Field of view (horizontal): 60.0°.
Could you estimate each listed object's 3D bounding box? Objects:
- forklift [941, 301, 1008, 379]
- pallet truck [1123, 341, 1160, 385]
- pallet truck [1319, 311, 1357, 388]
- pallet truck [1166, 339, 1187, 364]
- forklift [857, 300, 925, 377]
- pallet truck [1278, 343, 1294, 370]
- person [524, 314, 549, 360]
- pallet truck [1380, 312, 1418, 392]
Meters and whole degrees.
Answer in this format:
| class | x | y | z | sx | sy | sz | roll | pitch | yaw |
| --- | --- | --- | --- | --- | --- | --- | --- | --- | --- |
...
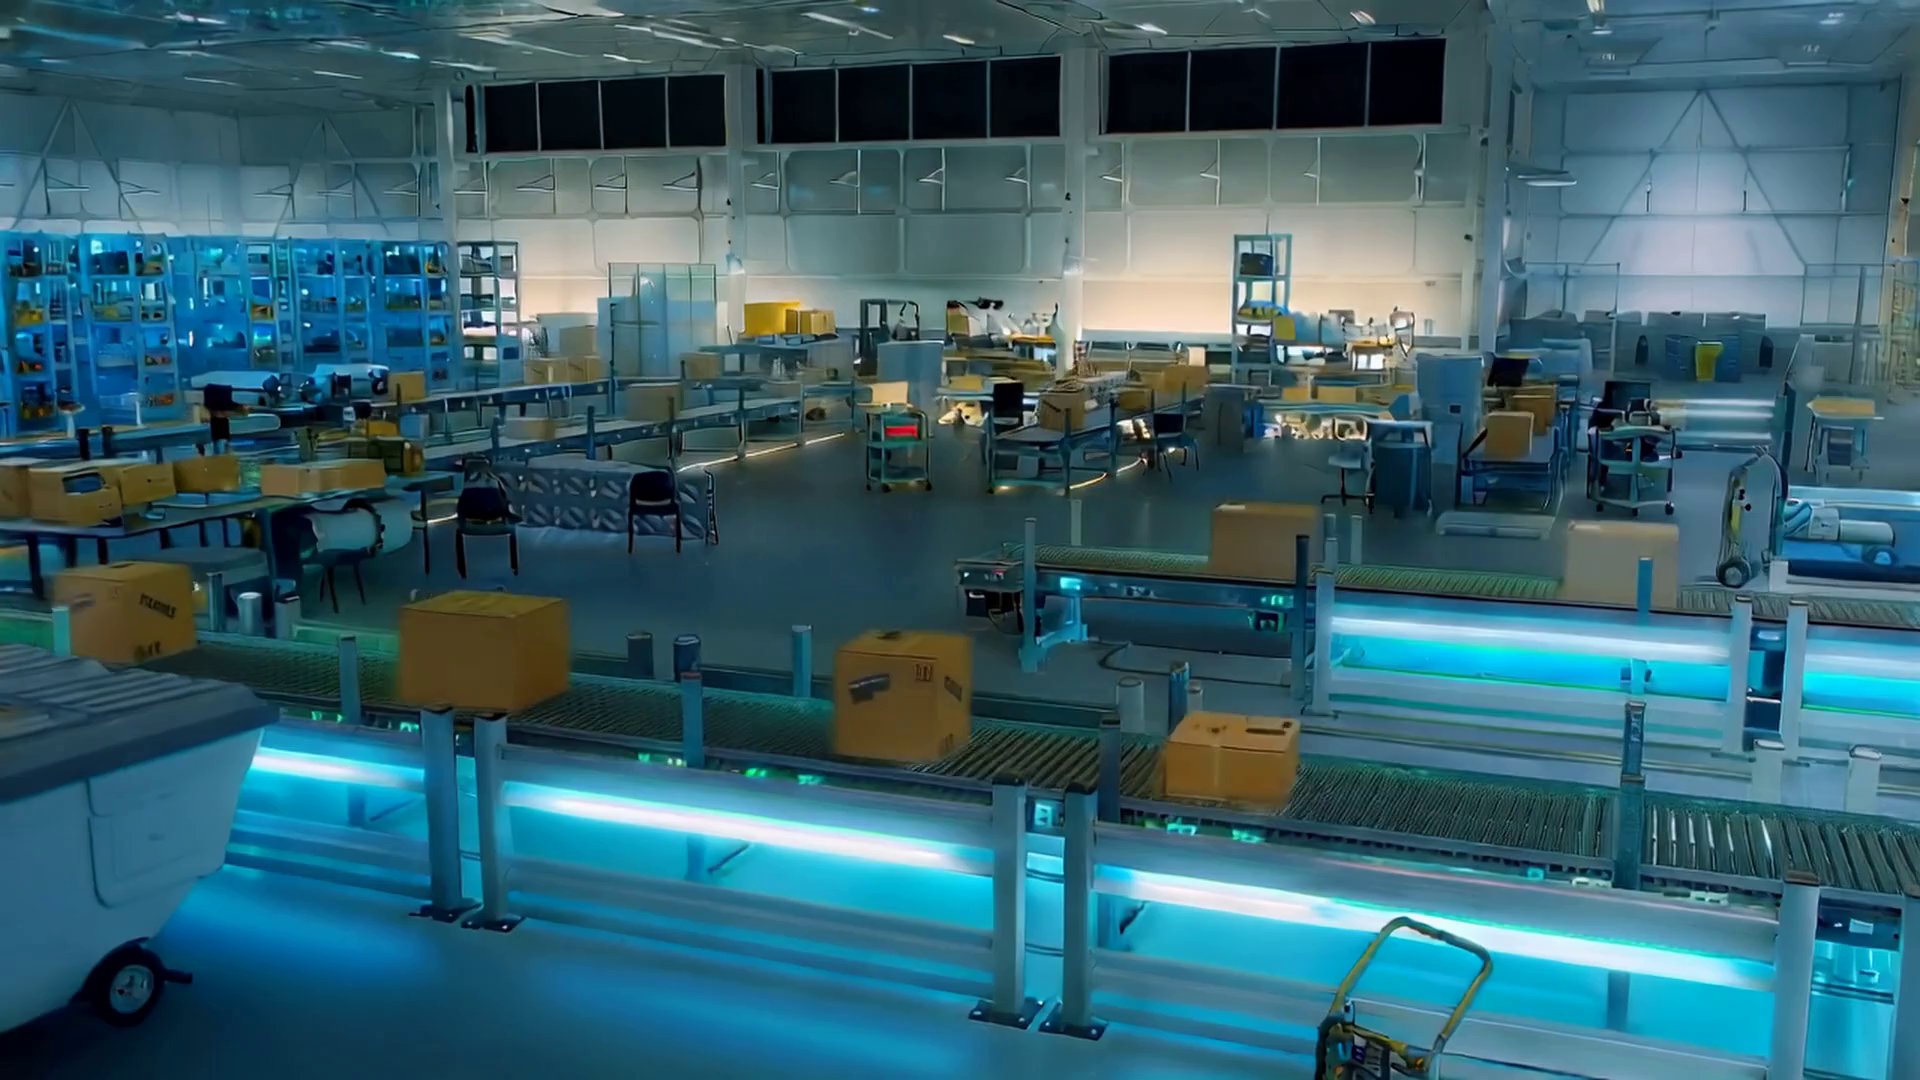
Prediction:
| class | x | y | z | sx | sy | sz | roll | pitch | yaw |
| --- | --- | --- | --- | --- | --- | --- | --- | --- | --- |
| forklift | 0.365 | -4.966 | 41.571 | 1.157 | 1.987 | 2.680 | 3 | 10 | 20 |
| pallet truck | 4.445 | -4.380 | 41.279 | 0.680 | 1.201 | 1.601 | 4 | 10 | 22 |
| pallet truck | 9.071 | -4.419 | 39.190 | 0.823 | 1.965 | 1.885 | 5 | 10 | 26 |
| pallet truck | 5.418 | -4.269 | 40.420 | 0.704 | 1.261 | 1.522 | 3 | 10 | 20 |
| forklift | -1.732 | -5.109 | 42.468 | 1.157 | 1.987 | 2.680 | 4 | 10 | 22 |
| pallet truck | 7.886 | -4.163 | 39.743 | 0.653 | 1.274 | 1.630 | 4 | 10 | 22 |
| person | -10.702 | -4.794 | 42.008 | 0.612 | 1.817 | 0.491 | -3 | 10 | -17 |
| pallet truck | 10.207 | -4.283 | 38.369 | 0.823 | 1.965 | 1.885 | 3 | 10 | 20 |
